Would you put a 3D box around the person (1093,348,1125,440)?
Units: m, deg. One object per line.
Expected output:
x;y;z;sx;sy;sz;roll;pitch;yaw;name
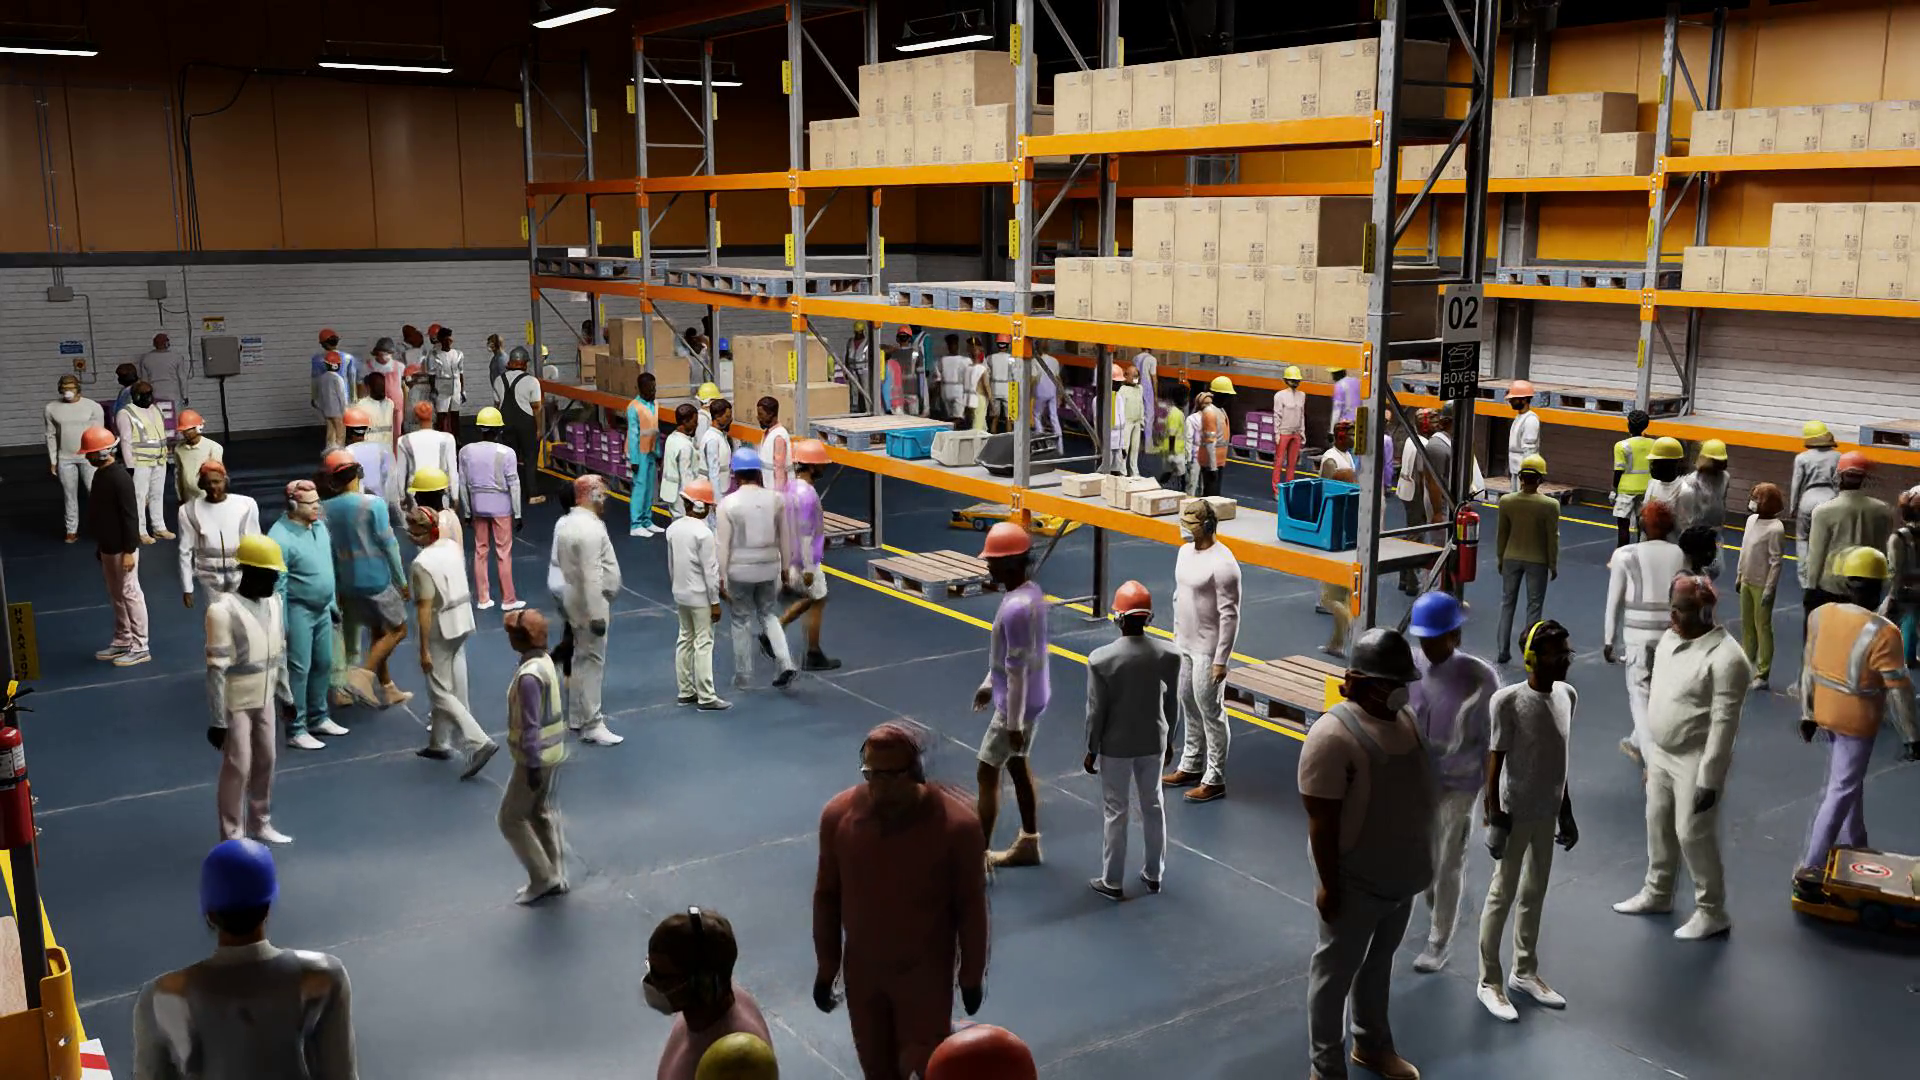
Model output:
2.327;-2.234;26.265;0.561;1.661;0.805;-3;11;-13;person

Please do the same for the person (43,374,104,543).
-10.000;-0.918;18.852;0.624;1.931;0.377;-3;11;-13;person

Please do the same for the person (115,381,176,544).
-9.221;-0.883;18.885;0.429;1.840;0.637;3;12;16;person

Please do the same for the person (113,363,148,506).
-10.547;-1.340;21.231;0.429;1.841;0.621;-10;15;-42;person

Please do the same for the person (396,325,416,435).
-9.204;-2.649;27.806;0.353;1.887;0.572;-1;11;-3;person

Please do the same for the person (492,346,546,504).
-5.662;-1.499;21.525;0.683;2.000;0.536;4;12;19;person

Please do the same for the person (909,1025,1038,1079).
-0.062;2.032;3.770;1.074;1.922;0.631;8;13;34;person

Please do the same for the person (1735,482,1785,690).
6.261;0.355;13.075;0.282;1.636;0.500;-1;11;-4;person

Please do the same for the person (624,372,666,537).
-3.676;-0.990;19.278;0.403;1.909;0.584;3;11;14;person

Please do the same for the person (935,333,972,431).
-0.107;-2.197;25.434;0.635;1.928;0.964;5;12;26;person

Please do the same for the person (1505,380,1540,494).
6.087;-0.770;18.094;0.388;1.930;0.546;1;11;3;person

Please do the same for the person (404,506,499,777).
-3.409;0.645;11.159;0.737;1.813;0.669;2;11;10;person

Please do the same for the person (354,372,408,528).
-6.917;-1.063;19.742;0.998;1.869;0.608;6;12;27;person

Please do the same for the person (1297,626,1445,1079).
1.748;1.352;6.934;0.678;2.000;0.537;-10;15;-41;person

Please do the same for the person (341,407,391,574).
-5.576;-0.273;15.516;0.358;1.938;0.542;8;14;35;person

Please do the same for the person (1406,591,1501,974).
2.377;1.152;8.270;0.656;1.919;0.655;7;13;33;person

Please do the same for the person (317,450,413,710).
-4.440;0.320;12.380;0.664;1.985;0.588;6;12;26;person

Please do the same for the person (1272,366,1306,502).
4.283;-1.377;21.603;0.523;1.769;0.309;-7;13;-32;person

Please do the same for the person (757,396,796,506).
-1.835;-0.494;16.732;0.386;1.904;0.604;-3;11;-16;person

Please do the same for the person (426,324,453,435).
-8.243;-2.428;26.388;0.375;1.997;0.612;2;11;11;person

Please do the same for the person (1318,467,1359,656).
3.241;0.204;13.879;0.525;1.616;0.508;-9;14;-39;person

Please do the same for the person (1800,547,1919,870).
4.948;0.988;9.151;0.619;1.901;0.634;-2;11;-10;person

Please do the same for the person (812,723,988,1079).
-0.219;1.575;6.199;0.654;1.889;0.468;5;12;22;person

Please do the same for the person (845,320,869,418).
-1.807;-3.054;30.051;0.598;1.825;0.403;5;12;25;person

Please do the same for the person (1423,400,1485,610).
4.596;-0.316;15.470;0.539;2.000;0.688;8;14;36;person

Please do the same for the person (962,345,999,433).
0.276;-1.952;24.430;0.814;1.815;0.597;-6;13;-30;person

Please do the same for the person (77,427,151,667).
-6.986;0.053;13.729;0.612;1.984;0.401;10;15;42;person

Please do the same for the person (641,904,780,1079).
-0.639;1.890;4.477;0.371;1.931;0.624;-3;11;-13;person

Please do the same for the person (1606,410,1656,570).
7.019;-0.510;17.347;0.533;1.697;0.318;-3;11;-15;person

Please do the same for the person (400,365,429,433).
-7.266;-1.478;22.264;0.407;1.707;0.622;-2;11;-12;person

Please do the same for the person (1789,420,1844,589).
8.440;-0.323;16.370;0.501;1.703;0.397;2;11;11;person

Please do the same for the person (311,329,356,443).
-9.487;-2.172;25.093;0.601;1.998;0.888;-10;15;-42;person

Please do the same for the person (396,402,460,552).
-5.333;-0.465;16.710;0.604;1.850;0.811;-3;11;-13;person

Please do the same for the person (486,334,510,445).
-6.953;-2.161;25.214;0.373;1.932;0.622;-4;12;-18;person

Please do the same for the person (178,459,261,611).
-5.581;0.335;12.599;0.593;1.857;0.801;-5;12;-23;person

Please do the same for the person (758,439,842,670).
-1.296;0.131;13.492;0.577;1.919;0.566;-3;11;-15;person

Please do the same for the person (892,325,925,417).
-0.839;-2.273;25.495;0.606;2.039;0.381;1;11;6;person

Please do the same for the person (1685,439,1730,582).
6.716;-0.078;15.050;0.522;1.720;0.469;-4;12;-18;person

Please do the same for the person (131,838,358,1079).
-2.105;1.816;4.951;0.614;1.899;1.027;-6;12;-27;person

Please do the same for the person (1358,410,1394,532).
4.475;-0.599;17.944;0.315;1.641;0.514;-5;12;-24;person

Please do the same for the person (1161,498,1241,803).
1.529;0.692;10.568;0.358;1.938;0.636;-4;12;-22;person

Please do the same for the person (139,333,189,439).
-12.189;-2.218;25.545;0.652;1.906;0.409;-3;11;-13;person

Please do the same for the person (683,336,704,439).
-4.126;-2.239;25.830;0.349;1.841;0.501;6;13;29;person

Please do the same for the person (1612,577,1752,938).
3.753;1.119;8.570;0.467;1.902;0.663;-2;11;-10;person

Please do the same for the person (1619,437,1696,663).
5.703;0.118;13.539;0.371;1.927;0.588;-2;11;-11;person

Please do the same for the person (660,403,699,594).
-2.683;-0.370;16.105;0.412;1.907;0.596;-4;12;-21;person
